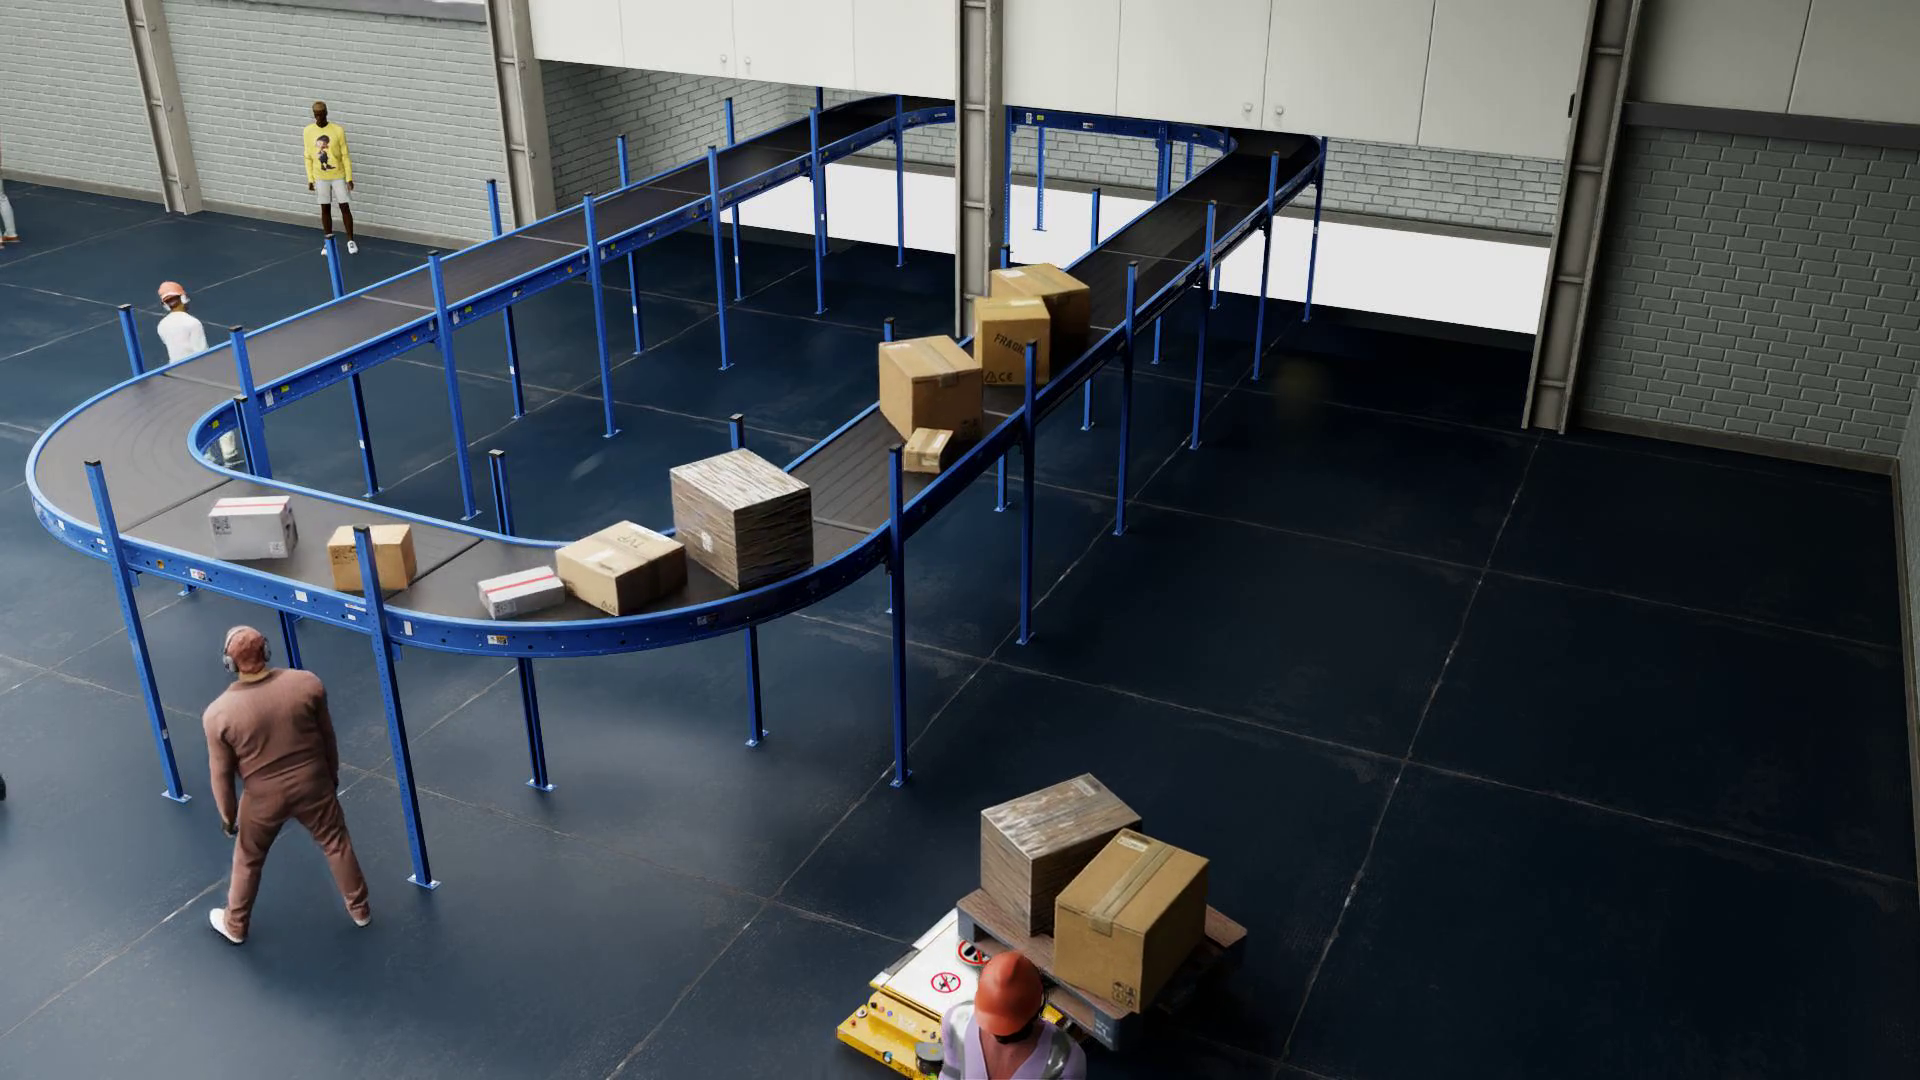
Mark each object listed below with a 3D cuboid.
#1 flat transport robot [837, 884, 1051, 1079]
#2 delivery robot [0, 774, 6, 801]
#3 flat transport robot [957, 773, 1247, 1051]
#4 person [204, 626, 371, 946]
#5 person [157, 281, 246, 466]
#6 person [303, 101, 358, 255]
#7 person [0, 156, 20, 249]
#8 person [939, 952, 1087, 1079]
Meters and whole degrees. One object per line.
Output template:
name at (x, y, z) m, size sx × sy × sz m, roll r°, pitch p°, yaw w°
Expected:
flat transport robot at (0.054, 2.312, 8.818) m, size 0.659 × 0.231 × 1.431 m, roll 18°, pitch 32°, yaw 32°
delivery robot at (-6.350, 1.441, 10.271) m, size 0.811 × 0.613 × 0.499 m, roll 15°, pitch 30°, yaw 27°
flat transport robot at (0.727, 2.280, 8.882) m, size 1.431 × 0.231 × 0.659 m, roll -21°, pitch 34°, yaw -36°
person at (-3.740, 1.344, 8.987) m, size 0.796 × 1.871 × 0.519 m, roll -18°, pitch 32°, yaw -32°
person at (-6.777, -1.447, 14.779) m, size 0.633 × 1.692 × 0.485 m, roll 12°, pitch 29°, yaw 22°
person at (-7.852, -4.516, 20.742) m, size 0.544 × 1.901 × 0.375 m, roll -5°, pitch 27°, yaw -9°
person at (-12.323, -4.648, 20.984) m, size 0.376 × 1.932 × 0.627 m, roll 8°, pitch 27°, yaw 15°
person at (0.183, 2.444, 6.576) m, size 0.606 × 2.035 × 0.397 m, roll 12°, pitch 29°, yaw 24°
